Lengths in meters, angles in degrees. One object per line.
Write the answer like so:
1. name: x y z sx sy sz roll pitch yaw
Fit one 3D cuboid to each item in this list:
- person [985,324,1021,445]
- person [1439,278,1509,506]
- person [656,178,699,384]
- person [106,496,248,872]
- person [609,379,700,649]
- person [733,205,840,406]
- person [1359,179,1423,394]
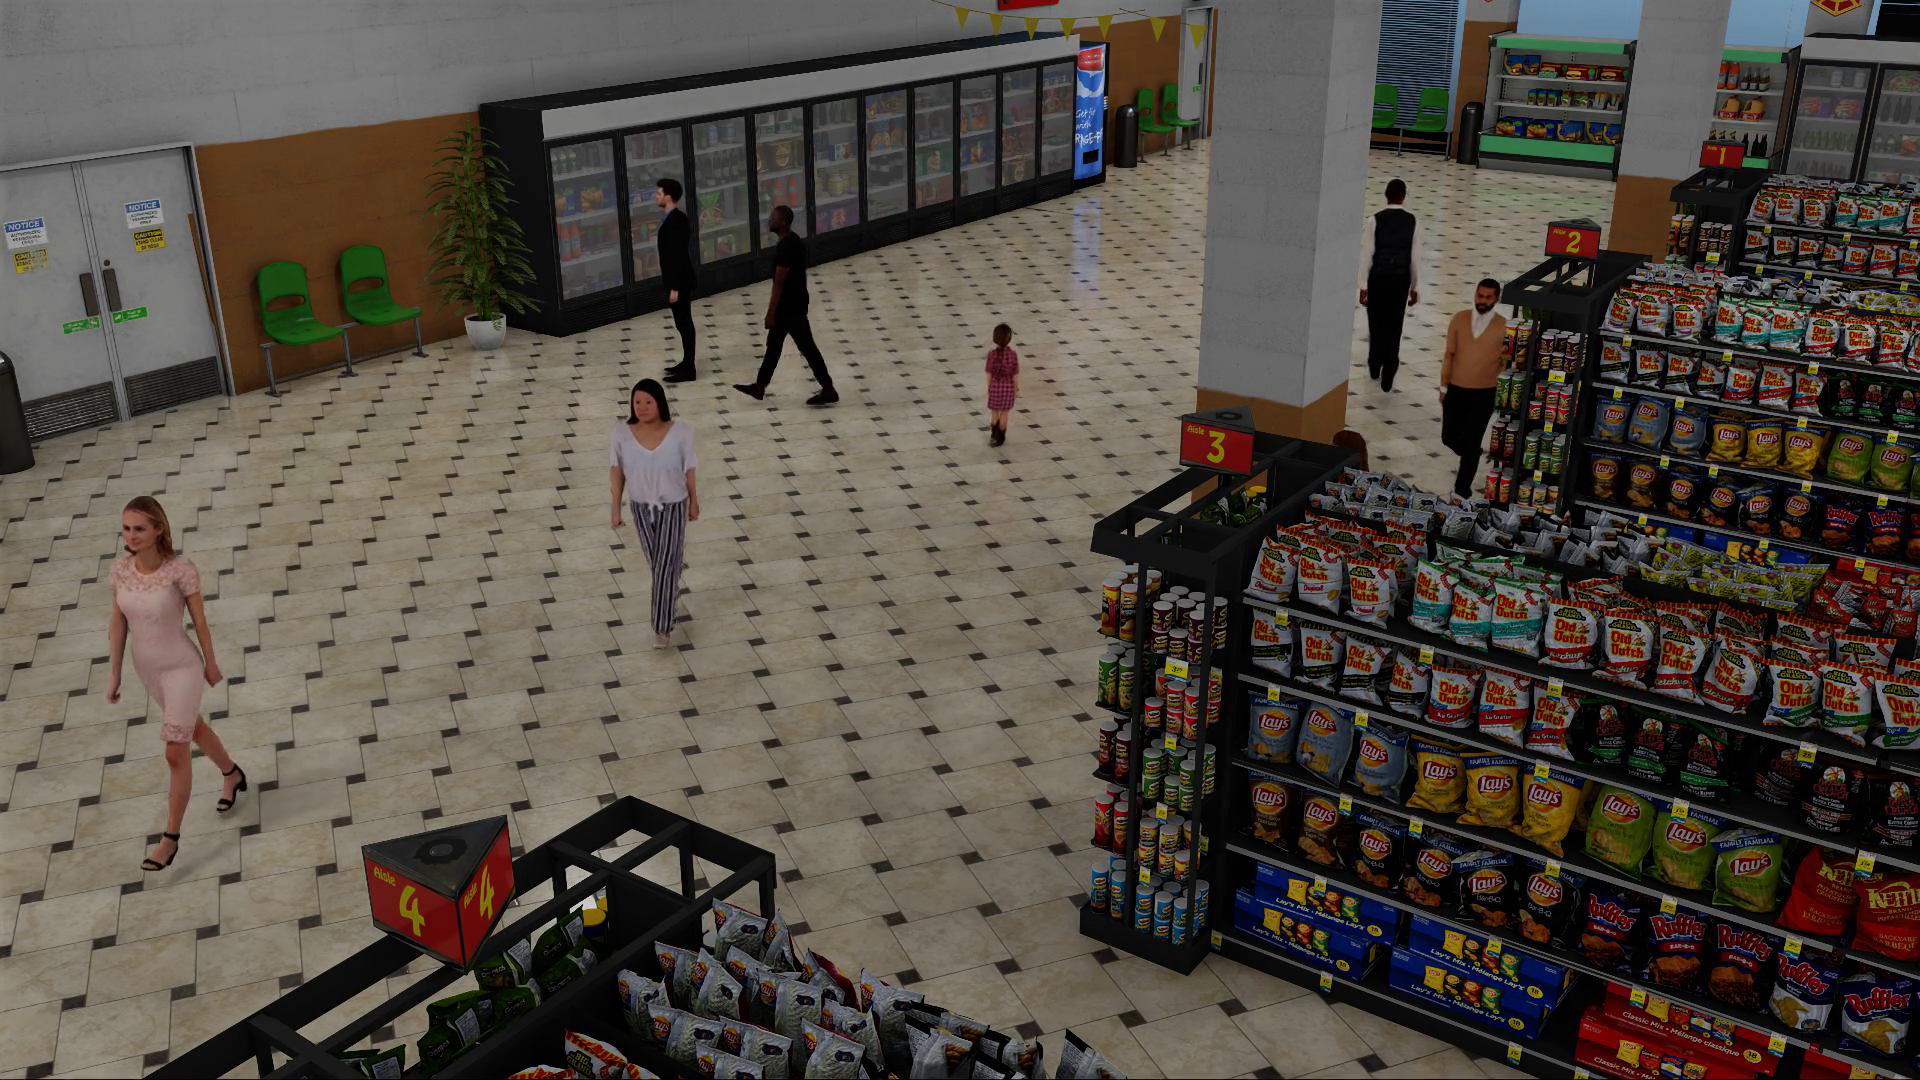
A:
1. person: 0.347 -1.285 13.855 0.486 1.013 0.562 3 22 7
2. person: 3.858 -1.116 12.472 0.939 1.732 0.728 15 27 33
3. person: -2.621 -2.428 15.520 0.830 1.893 0.791 -2 22 -4
4. person: -3.771 0.630 8.066 1.137 1.777 0.948 4 22 11
5. person: -1.865 -0.218 10.370 1.185 1.632 1.106 2 22 5
6. person: -1.397 -2.018 14.664 1.281 1.770 1.135 -1 22 -1
7. person: 3.917 -2.300 15.211 1.263 1.887 1.075 5 22 13
